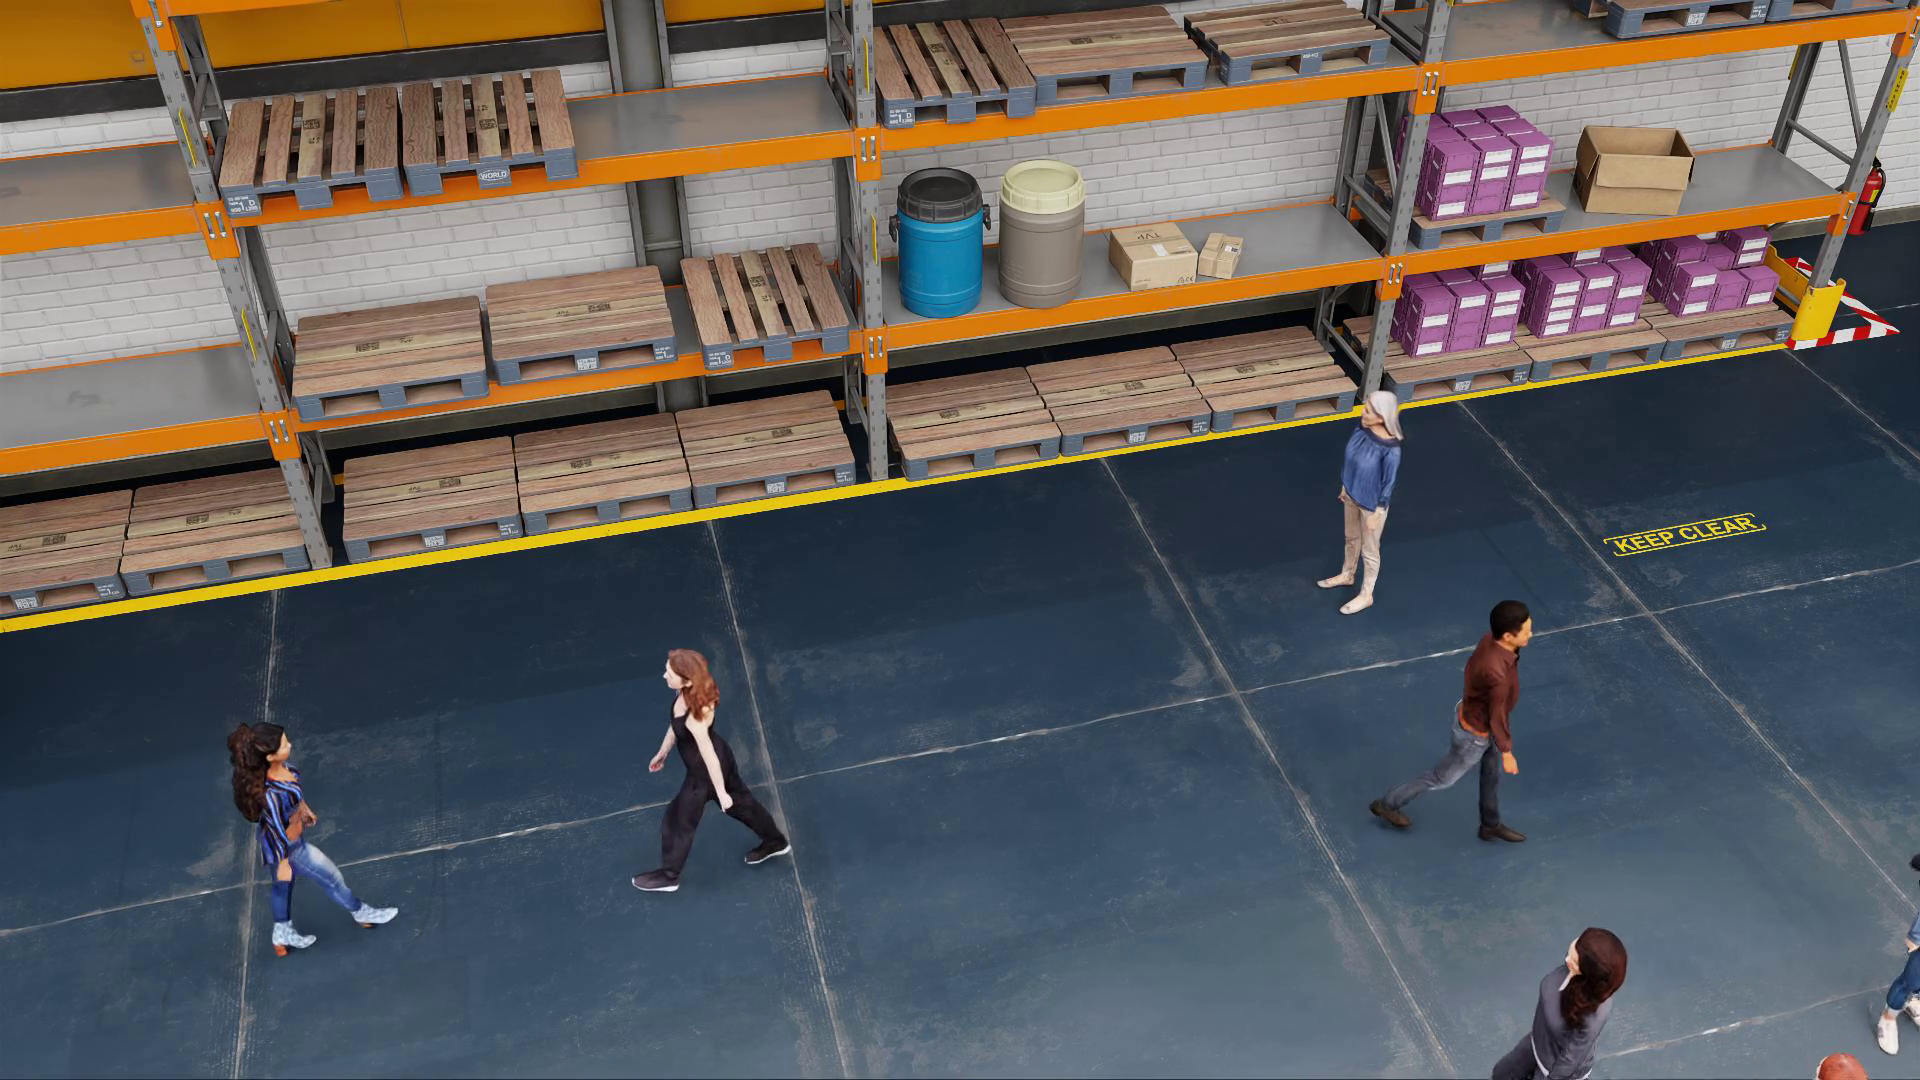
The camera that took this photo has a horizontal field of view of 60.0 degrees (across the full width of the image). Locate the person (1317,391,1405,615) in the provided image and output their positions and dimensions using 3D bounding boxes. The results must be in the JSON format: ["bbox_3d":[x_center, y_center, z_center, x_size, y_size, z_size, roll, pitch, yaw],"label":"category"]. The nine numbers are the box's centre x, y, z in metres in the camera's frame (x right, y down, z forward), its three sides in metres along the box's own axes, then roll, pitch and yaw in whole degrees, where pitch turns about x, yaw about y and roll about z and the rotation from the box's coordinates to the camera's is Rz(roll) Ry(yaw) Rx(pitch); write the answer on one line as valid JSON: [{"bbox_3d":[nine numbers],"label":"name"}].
[{"bbox_3d":[2.659,-0.265,10.856,0.589,1.698,0.634,-14,41,-17],"label":"person"}]

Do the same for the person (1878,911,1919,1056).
[{"bbox_3d":[4.919,1.935,8.273,0.577,1.473,0.680,-5,39,-6],"label":"person"}]

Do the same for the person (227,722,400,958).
[{"bbox_3d":[-3.556,1.598,8.601,0.938,1.592,0.735,-16,41,-19],"label":"person"}]

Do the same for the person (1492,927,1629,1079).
[{"bbox_3d":[2.789,2.343,7.534,0.760,1.758,0.713,3,39,3],"label":"person"}]

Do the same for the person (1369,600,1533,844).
[{"bbox_3d":[2.752,1.036,9.181,1.216,1.745,1.048,12,40,14],"label":"person"}]

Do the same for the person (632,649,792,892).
[{"bbox_3d":[-1.276,1.223,8.982,1.112,1.701,0.586,-8,39,-10],"label":"person"}]
